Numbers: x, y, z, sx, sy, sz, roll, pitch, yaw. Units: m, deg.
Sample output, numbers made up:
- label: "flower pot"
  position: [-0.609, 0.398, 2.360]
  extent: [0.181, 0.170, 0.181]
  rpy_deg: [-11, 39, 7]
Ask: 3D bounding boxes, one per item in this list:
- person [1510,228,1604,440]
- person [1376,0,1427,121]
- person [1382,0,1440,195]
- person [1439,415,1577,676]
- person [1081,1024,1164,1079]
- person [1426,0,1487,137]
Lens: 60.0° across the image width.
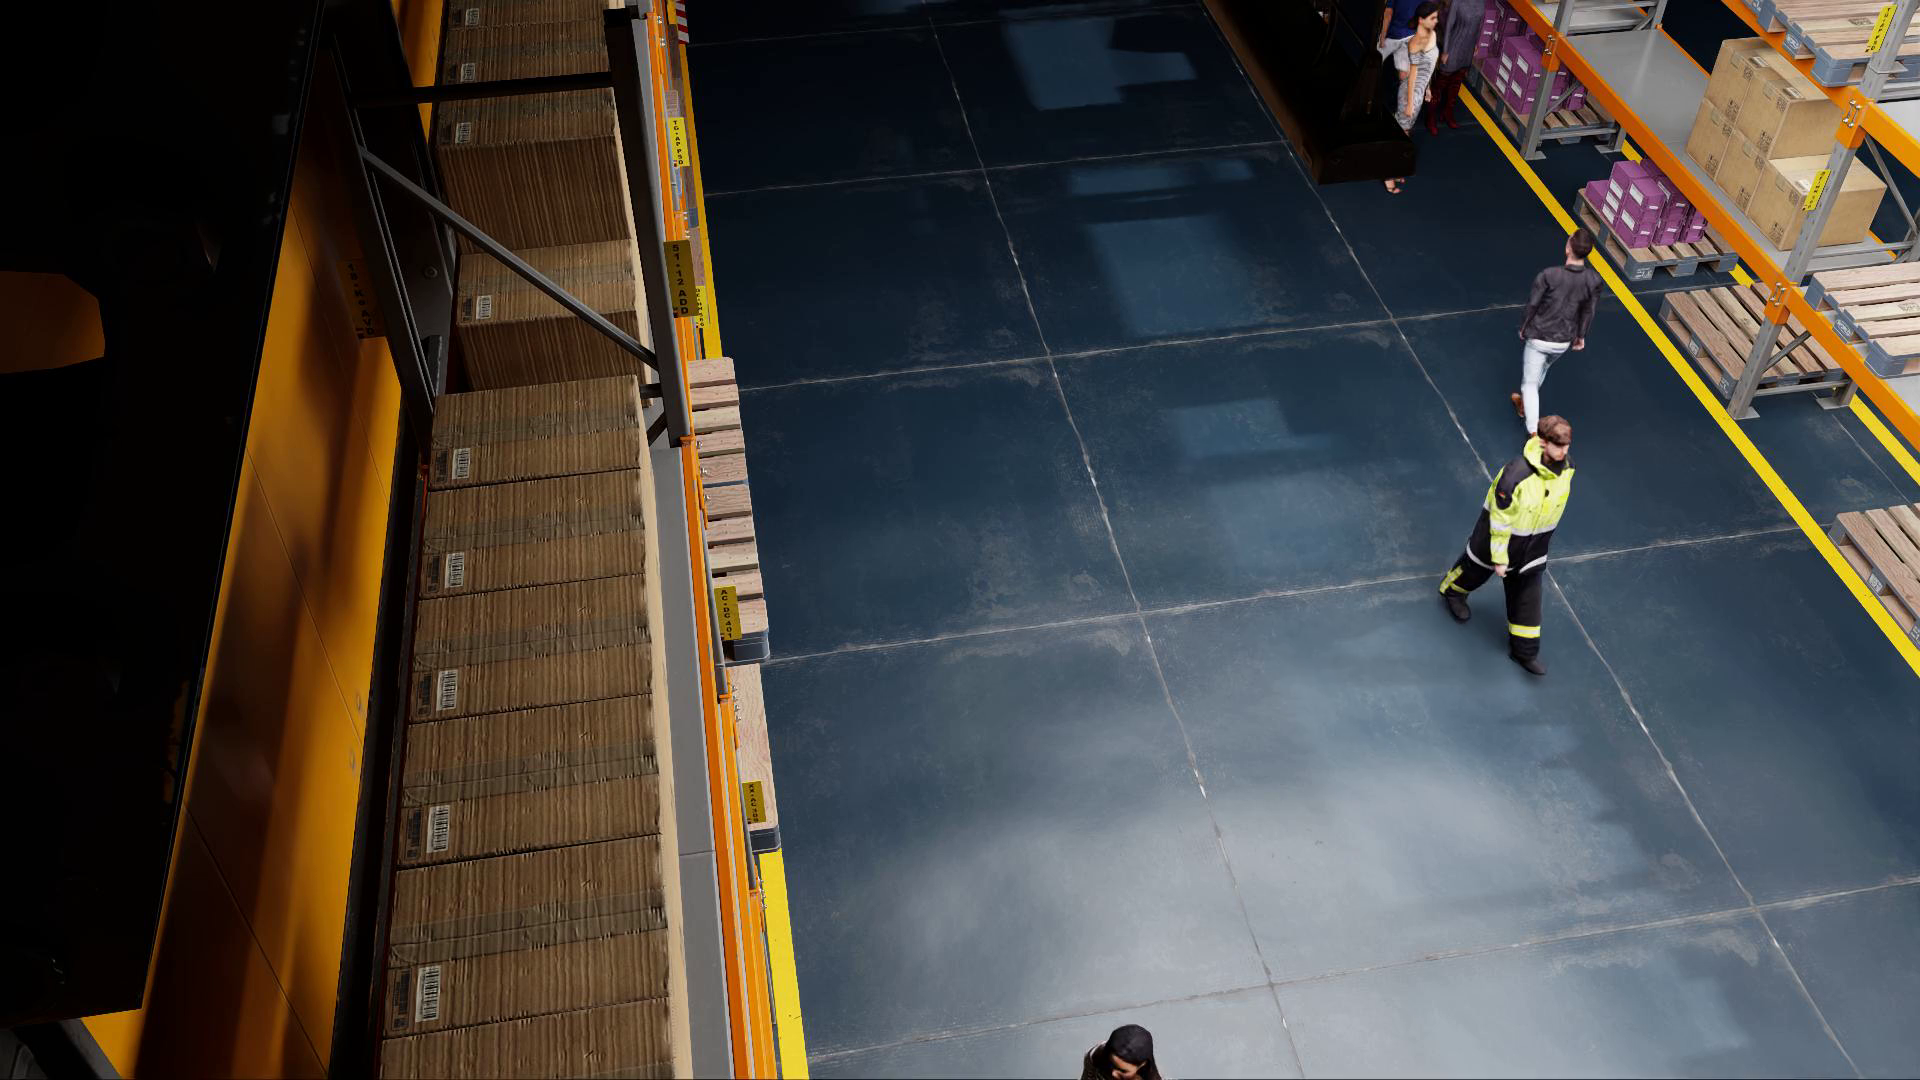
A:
- label: "person"
  position: [4.423, -1.460, 12.441]
  extent: [0.745, 1.803, 1.156]
  rpy_deg: [-2, 44, -2]
- label: "person"
  position: [4.272, -4.811, 15.968]
  extent: [0.705, 1.791, 1.099]
  rpy_deg: [-12, 45, -13]
- label: "person"
  position: [4.095, -4.041, 15.137]
  extent: [0.736, 1.823, 0.668]
  rpy_deg: [24, 49, 23]
- label: "person"
  position: [3.573, -0.086, 10.905]
  extent: [0.927, 1.933, 1.300]
  rpy_deg: [-14, 45, -15]
- label: "person"
  position: [0.786, 2.788, 8.007]
  extent: [1.045, 1.769, 1.111]
  rpy_deg: [25, 49, 24]
- label: "person"
  position: [4.770, -4.726, 15.937]
  extent: [0.635, 1.711, 0.604]
  rpy_deg: [-19, 47, -19]
